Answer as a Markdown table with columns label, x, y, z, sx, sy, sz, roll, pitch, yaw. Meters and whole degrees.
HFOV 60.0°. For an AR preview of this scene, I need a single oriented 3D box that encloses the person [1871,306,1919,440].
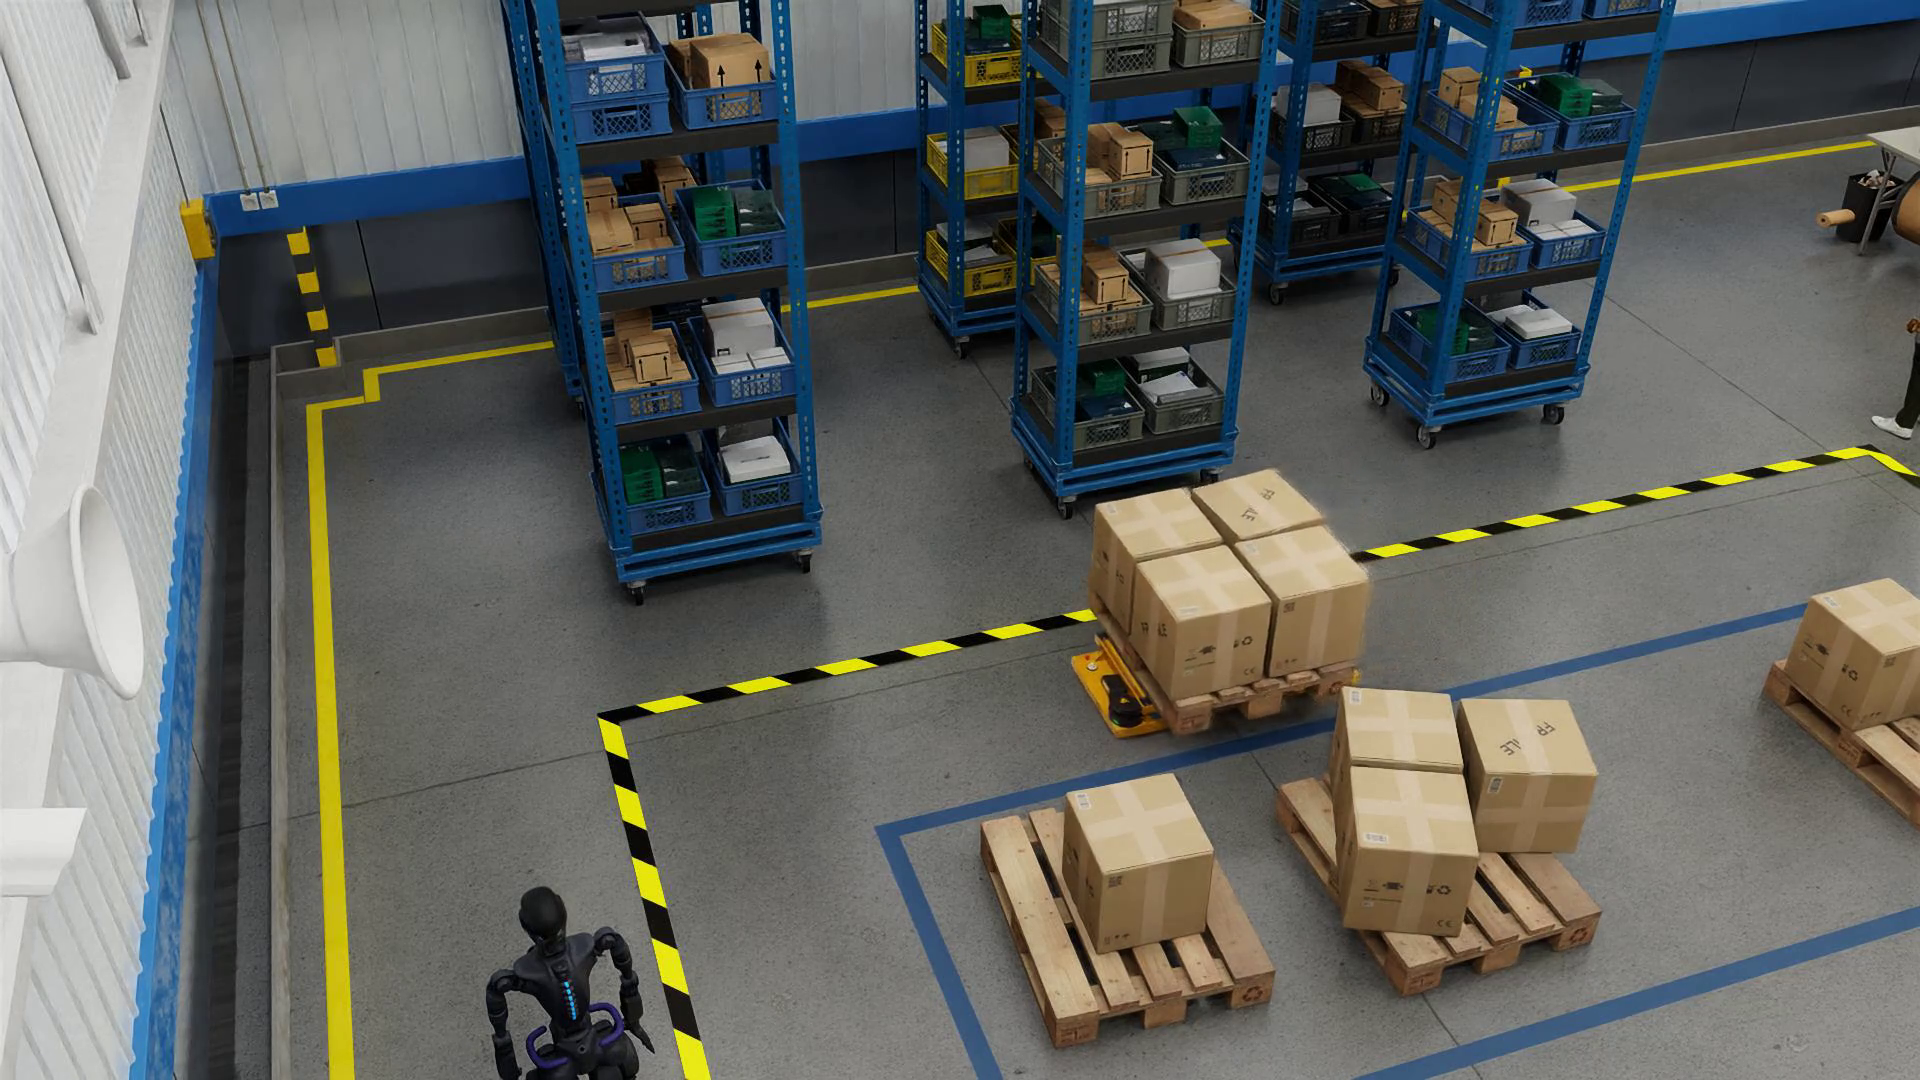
| label | x | y | z | sx | sy | sz | roll | pitch | yaw |
| --- | --- | --- | --- | --- | --- | --- | --- | --- | --- |
| person | 6.460 | -1.514 | 10.827 | 0.596 | 1.852 | 0.359 | -10 | 36 | -14 |

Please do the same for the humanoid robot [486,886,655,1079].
| label | x | y | z | sx | sy | sz | roll | pitch | yaw |
| --- | --- | --- | --- | --- | --- | --- | --- | --- | --- |
| humanoid robot | -1.420 | 1.902 | 6.123 | 0.599 | 1.658 | 0.315 | -18 | 39 | -24 |

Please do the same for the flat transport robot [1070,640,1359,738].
| label | x | y | z | sx | sy | sz | roll | pitch | yaw |
| --- | --- | --- | --- | --- | --- | --- | --- | --- | --- |
| flat transport robot | 1.389 | 0.663 | 9.092 | 1.431 | 0.197 | 0.652 | -11 | 37 | -15 |
